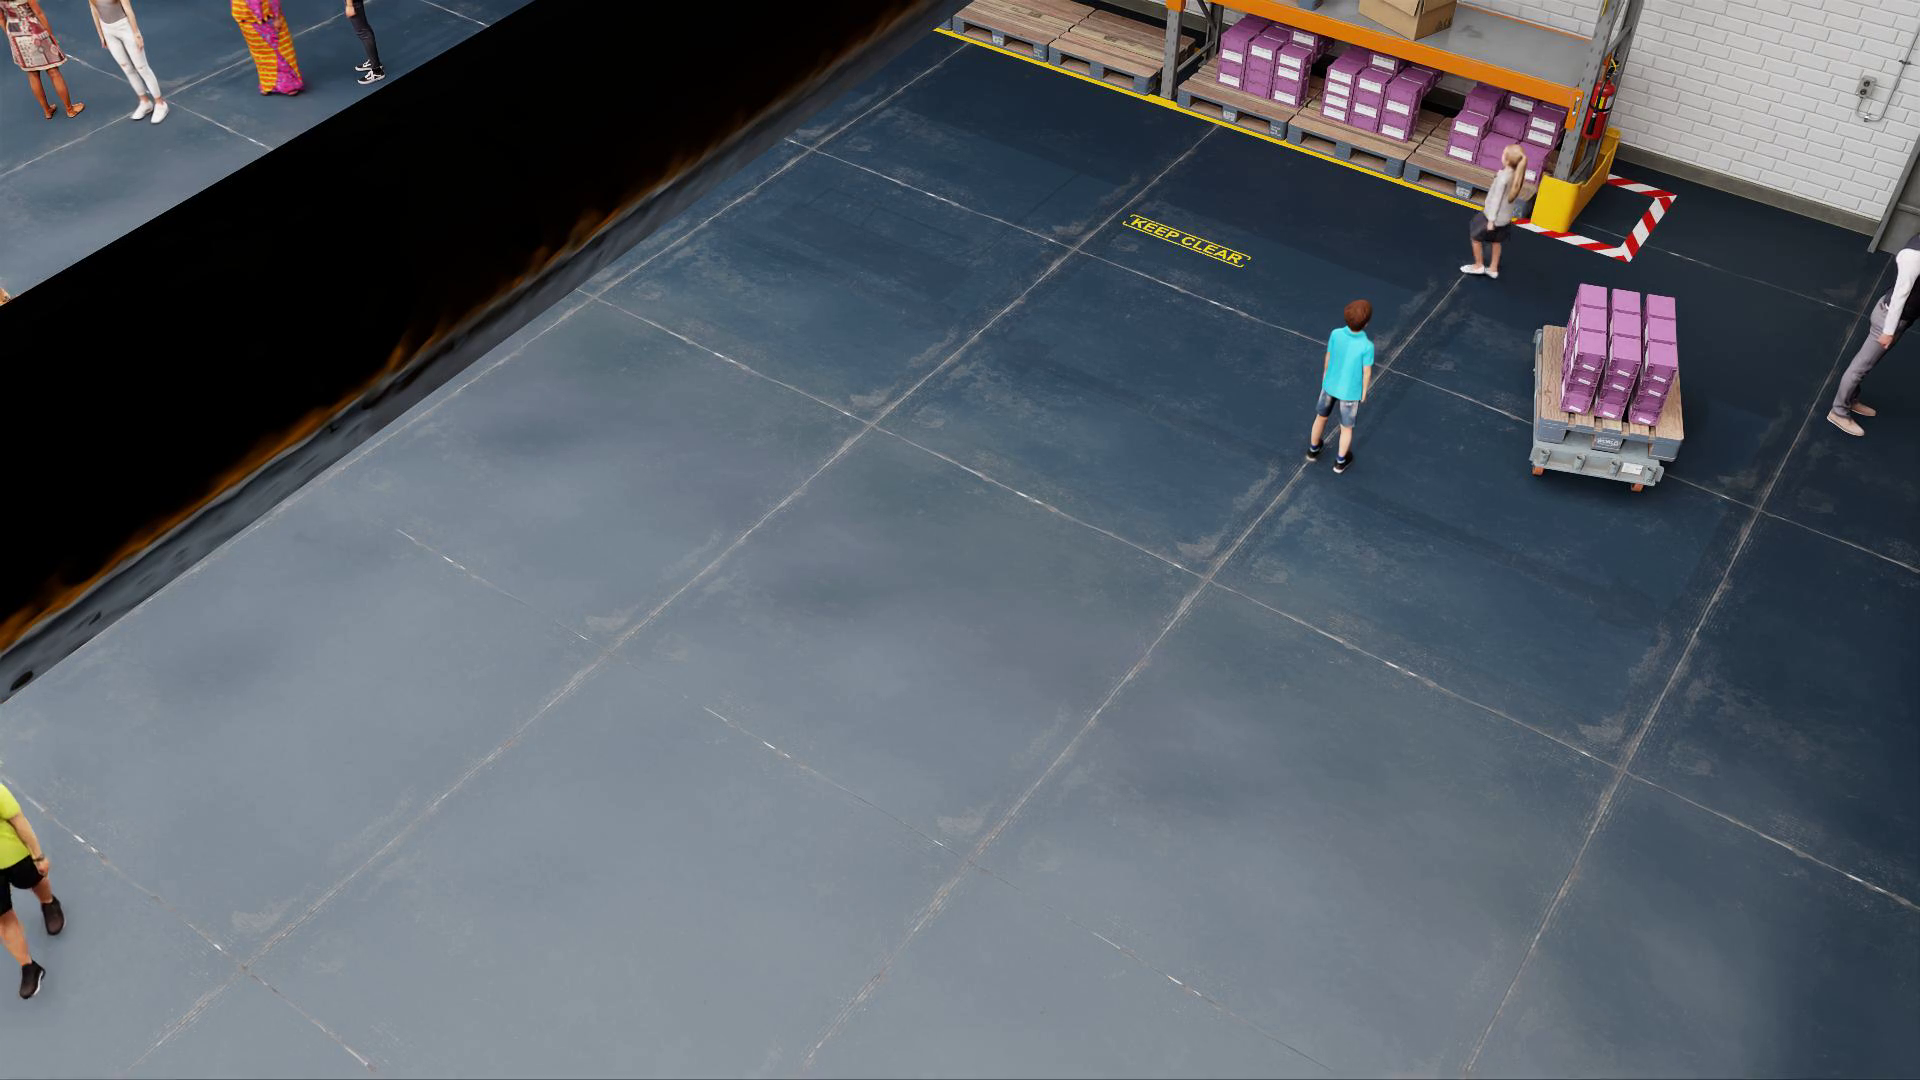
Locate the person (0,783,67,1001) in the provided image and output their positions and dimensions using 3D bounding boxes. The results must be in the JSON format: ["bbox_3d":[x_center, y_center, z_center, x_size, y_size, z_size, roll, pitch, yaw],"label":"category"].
[{"bbox_3d":[-5.326,1.660,9.162,0.942,1.683,1.094,-18,46,-18],"label":"person"}]

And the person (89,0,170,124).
[{"bbox_3d":[-8.051,-4.870,15.993,0.609,1.715,0.730,7,44,7],"label":"person"}]

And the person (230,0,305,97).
[{"bbox_3d":[-6.885,-5.183,16.350,0.736,1.675,0.822,6,44,6],"label":"person"}]

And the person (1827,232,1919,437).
[{"bbox_3d":[7.012,-1.699,12.503,0.579,1.938,0.667,30,51,27],"label":"person"}]

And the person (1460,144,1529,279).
[{"bbox_3d":[4.611,-2.752,14.096,0.592,1.265,0.556,33,53,30],"label":"person"}]

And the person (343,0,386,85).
[{"bbox_3d":[-6.054,-5.472,16.536,0.767,1.836,0.680,-11,45,-12],"label":"person"}]

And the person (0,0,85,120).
[{"bbox_3d":[-8.966,-4.845,16.017,0.690,1.645,0.781,-2,44,-2],"label":"person"}]

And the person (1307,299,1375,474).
[{"bbox_3d":[2.828,-1.149,12.281,0.411,1.447,0.572,27,50,25],"label":"person"}]
